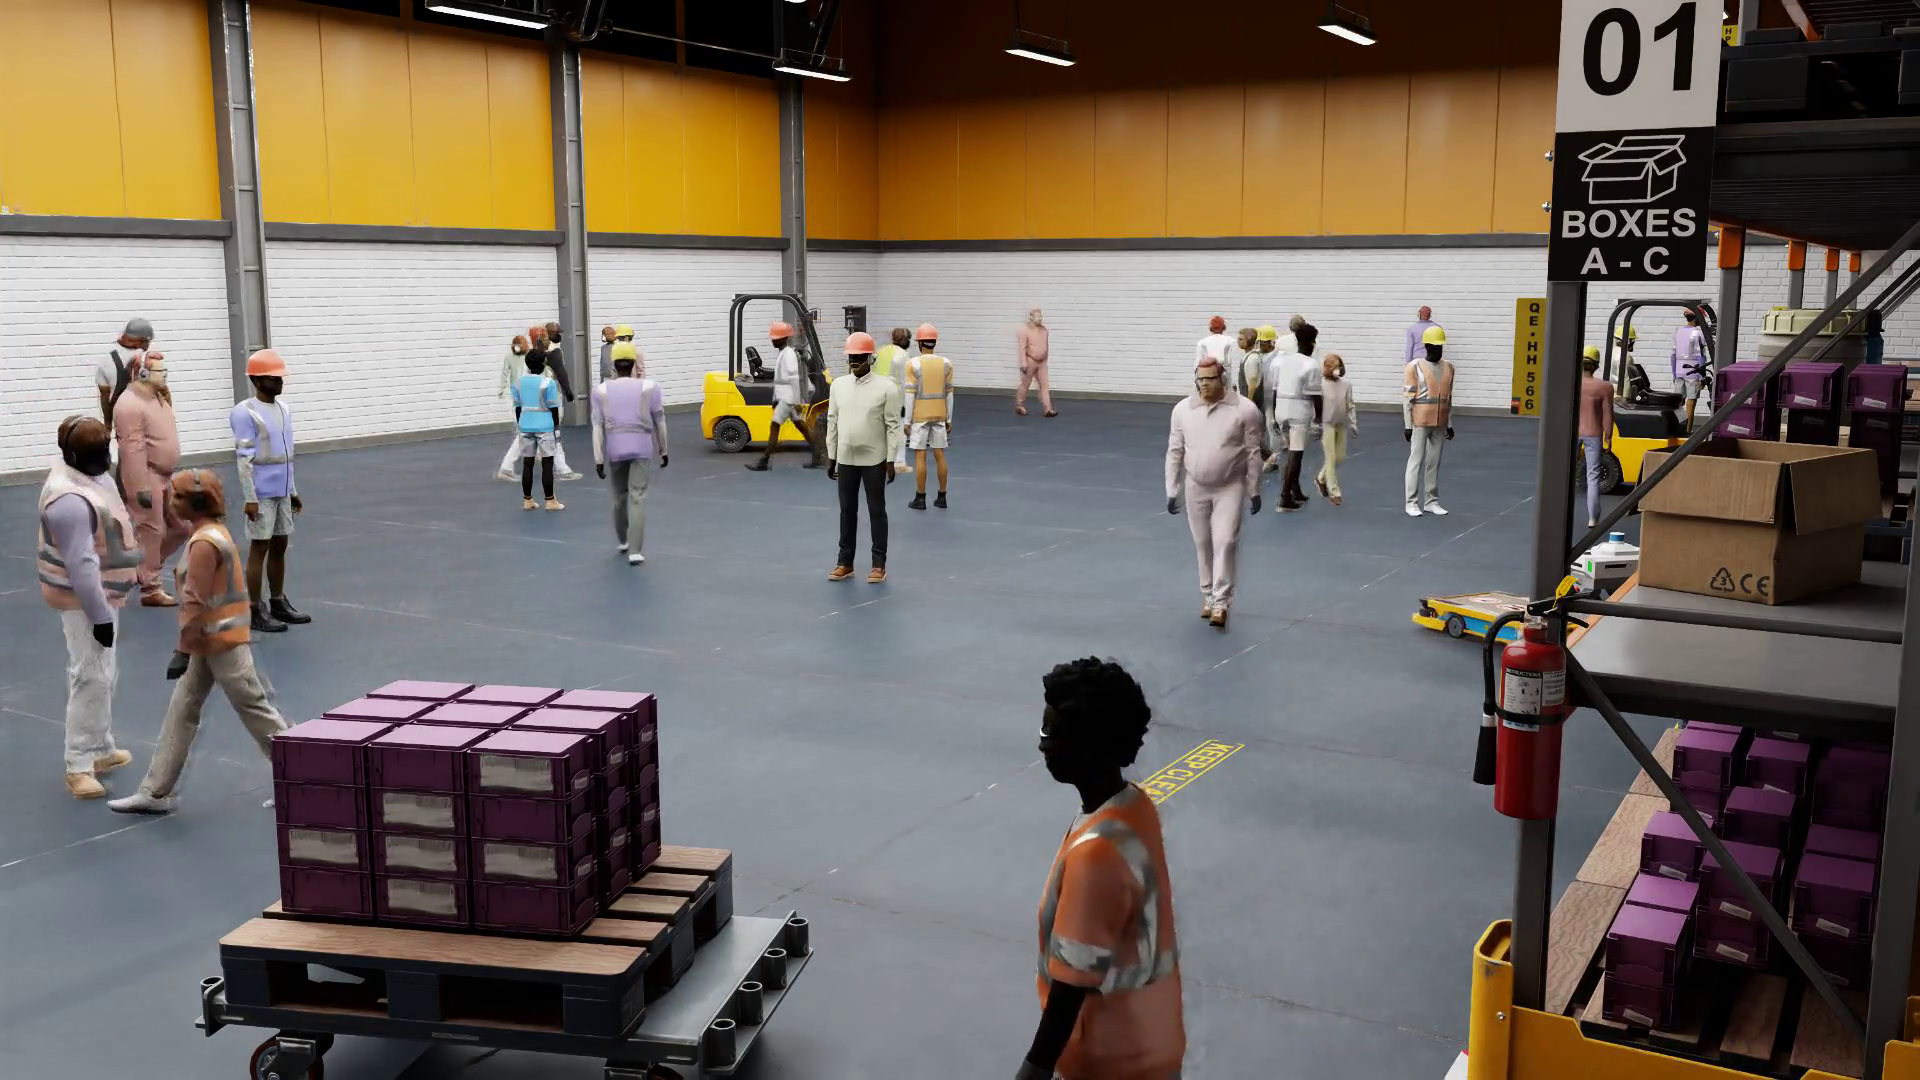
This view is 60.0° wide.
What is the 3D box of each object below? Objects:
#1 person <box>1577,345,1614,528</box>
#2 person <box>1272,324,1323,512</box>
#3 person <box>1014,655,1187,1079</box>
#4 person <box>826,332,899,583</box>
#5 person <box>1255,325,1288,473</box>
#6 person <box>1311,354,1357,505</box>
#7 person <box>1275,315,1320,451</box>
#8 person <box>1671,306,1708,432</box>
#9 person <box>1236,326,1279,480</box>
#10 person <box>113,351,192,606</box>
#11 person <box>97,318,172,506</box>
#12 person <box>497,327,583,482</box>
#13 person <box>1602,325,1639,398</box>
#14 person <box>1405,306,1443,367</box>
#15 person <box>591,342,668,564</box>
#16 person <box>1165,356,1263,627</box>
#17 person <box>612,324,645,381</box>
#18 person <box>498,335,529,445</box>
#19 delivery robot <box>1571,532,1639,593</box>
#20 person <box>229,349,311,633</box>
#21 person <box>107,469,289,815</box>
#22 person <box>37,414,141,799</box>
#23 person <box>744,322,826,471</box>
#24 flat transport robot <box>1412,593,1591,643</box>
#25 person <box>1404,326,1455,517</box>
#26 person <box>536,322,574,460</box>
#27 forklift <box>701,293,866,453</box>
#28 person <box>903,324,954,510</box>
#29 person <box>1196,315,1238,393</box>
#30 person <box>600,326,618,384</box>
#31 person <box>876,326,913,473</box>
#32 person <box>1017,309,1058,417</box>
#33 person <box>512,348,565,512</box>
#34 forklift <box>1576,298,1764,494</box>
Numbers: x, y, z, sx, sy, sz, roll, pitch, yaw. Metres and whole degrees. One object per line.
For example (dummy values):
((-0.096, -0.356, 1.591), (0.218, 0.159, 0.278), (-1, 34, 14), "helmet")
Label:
((6.039, -0.995, 16.095), (0.532, 1.765, 0.328), (5, 10, 28), "person")
((3.545, -1.272, 17.293), (0.781, 1.930, 0.623), (-6, 11, -35), "person")
((0.257, 1.068, 3.540), (0.863, 1.644, 0.545), (1, 9, 7), "person")
((-0.785, -0.654, 13.243), (0.610, 1.996, 0.379), (3, 10, 19), "person")
((3.779, -1.739, 20.556), (0.403, 1.822, 0.588), (-8, 12, -41), "person")
((3.961, -1.197, 17.844), (0.527, 1.615, 0.650), (-4, 10, -23), "person")
((4.677, -2.186, 23.180), (0.629, 1.885, 0.978), (2, 9, 11), "person")
((10.452, -2.366, 23.785), (0.386, 2.039, 0.616), (-3, 10, -17), "person")
((3.500, -1.620, 19.782), (0.508, 1.834, 0.507), (0, 9, 3), "person")
((-5.921, -0.438, 12.235), (0.425, 1.893, 0.645), (0, 9, -1), "person")
((-8.293, -1.248, 16.813), (0.776, 2.000, 0.540), (1, 9, 6), "person")
((-5.013, -1.587, 19.583), (0.978, 1.840, 0.608), (-3, 10, -20), "person")
((8.280, -1.791, 20.892), (0.405, 1.824, 0.591), (0, 9, -1), "person")
((7.892, -3.032, 28.363), (0.642, 1.909, 0.410), (-1, 9, -5), "person")
((-2.838, -0.761, 14.307), (0.608, 1.871, 1.006), (-1, 9, -3), "person")
((1.730, -0.330, 11.604), (0.662, 1.871, 0.862), (4, 10, 24), "person")
((-4.567, -2.080, 22.859), (0.527, 1.768, 0.331), (4, 10, 26), "person")
((-6.214, -2.095, 23.515), (0.513, 1.586, 0.879), (2, 9, 11), "person")
((4.798, 0.188, 12.178), (0.707, 0.478, 0.477), (-3, 10, -16), "delivery robot")
((-4.746, -0.343, 11.477), (0.364, 1.939, 0.542), (2, 9, 12), "person")
((-3.369, 0.469, 7.511), (0.887, 1.590, 0.518), (-4, 10, -26), "person")
((-4.151, 0.290, 7.970), (0.433, 1.807, 0.714), (-4, 10, -22), "person")
((-2.147, -1.783, 20.718), (1.038, 1.868, 0.564), (-2, 9, -9), "person")
((3.763, 0.555, 11.064), (0.652, 0.197, 1.431), (-5, 10, -28), "flat transport robot")
((4.769, -1.202, 16.872), (0.594, 1.925, 0.370), (-4, 10, -22), "person")
((-5.379, -1.960, 21.957), (0.599, 1.815, 0.645), (-6, 11, -32), "person")
((-2.458, -2.344, 23.176), (2.313, 2.155, 1.214), (0, 9, -2), "forklift")
((-0.343, -1.283, 17.357), (0.552, 1.934, 0.364), (-4, 10, -25), "person")
((3.662, -2.244, 23.562), (0.602, 1.860, 0.710), (4, 10, 22), "person")
((-5.463, -2.527, 26.057), (0.507, 1.631, 0.266), (8, 12, 40), "person")
((-0.884, -1.704, 20.366), (0.632, 1.817, 0.658), (-7, 11, -37), "person")
((1.284, -3.042, 28.605), (0.666, 1.854, 1.013), (-6, 11, -32), "person")
((-4.349, -1.132, 17.159), (0.537, 1.696, 0.317), (3, 10, 19), "person")
((7.954, -1.589, 18.462), (2.313, 2.155, 1.214), (5, 11, 30), "forklift")
